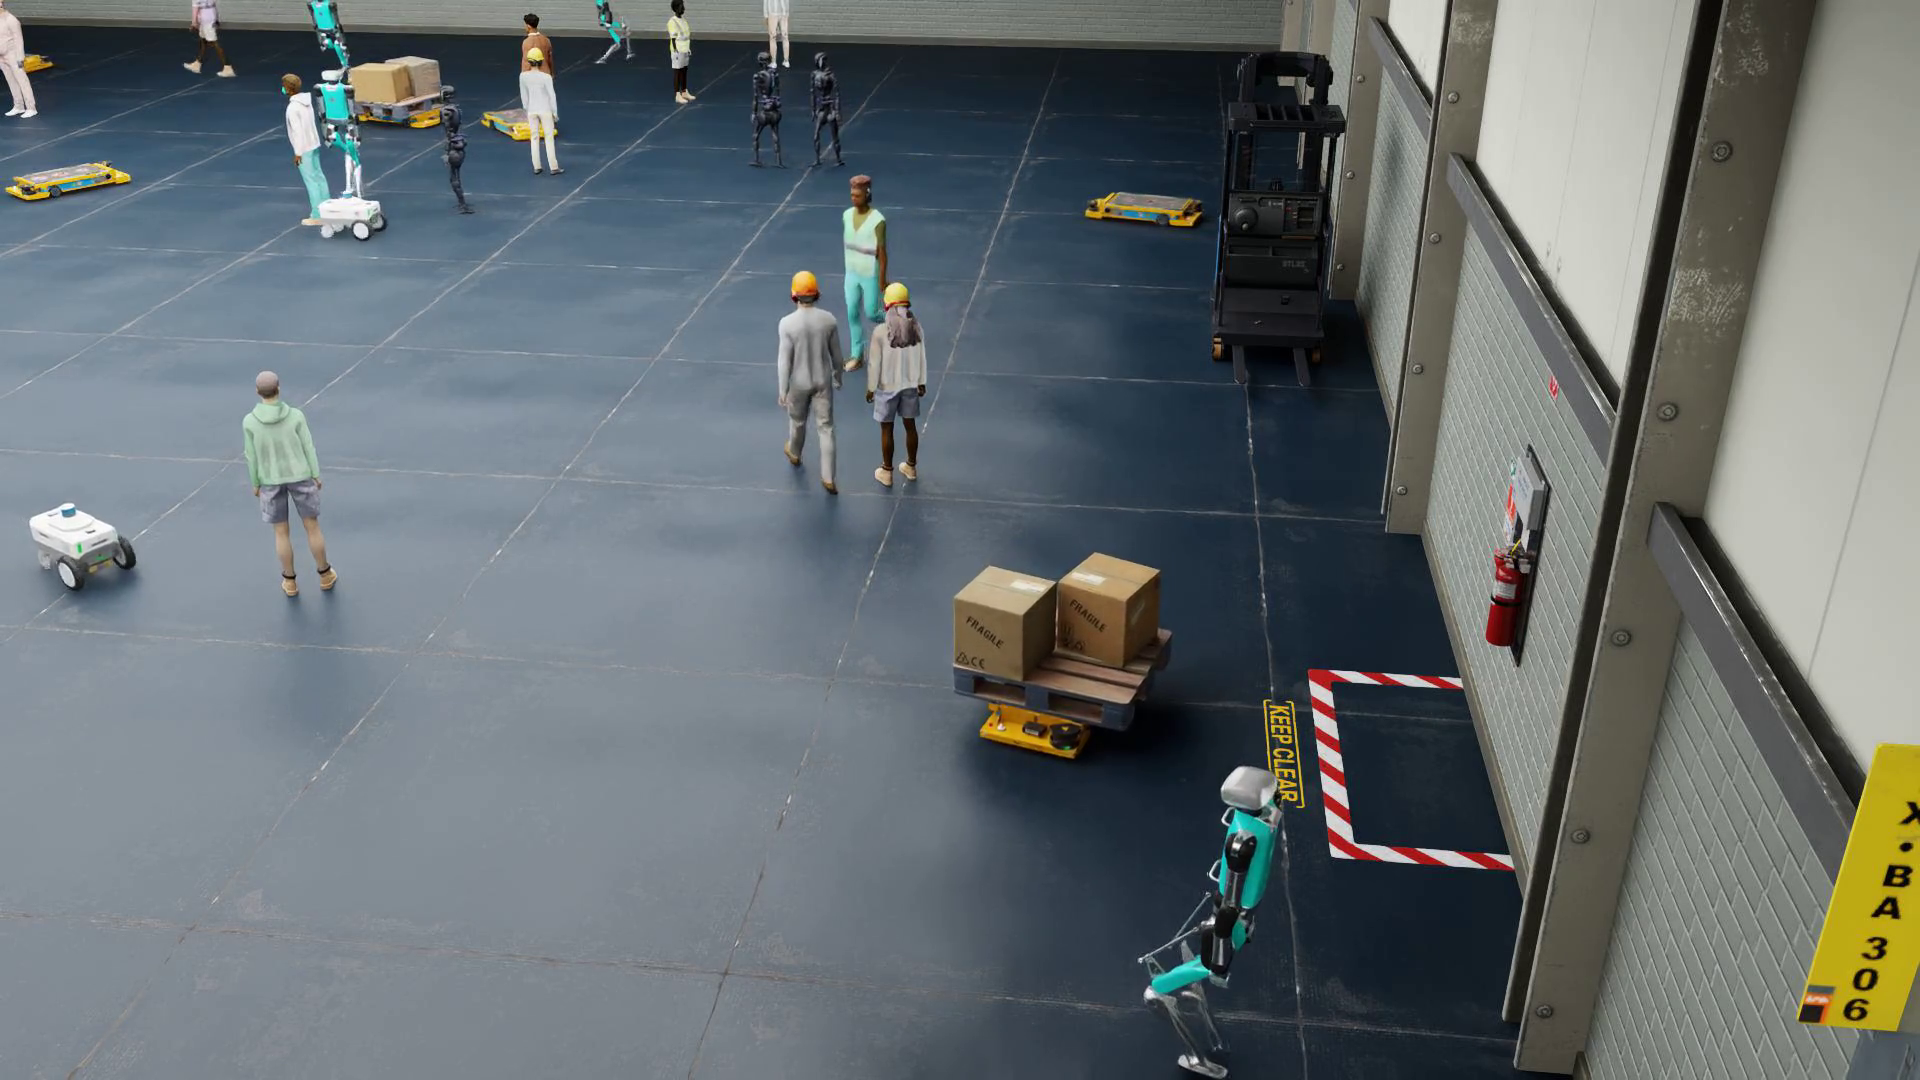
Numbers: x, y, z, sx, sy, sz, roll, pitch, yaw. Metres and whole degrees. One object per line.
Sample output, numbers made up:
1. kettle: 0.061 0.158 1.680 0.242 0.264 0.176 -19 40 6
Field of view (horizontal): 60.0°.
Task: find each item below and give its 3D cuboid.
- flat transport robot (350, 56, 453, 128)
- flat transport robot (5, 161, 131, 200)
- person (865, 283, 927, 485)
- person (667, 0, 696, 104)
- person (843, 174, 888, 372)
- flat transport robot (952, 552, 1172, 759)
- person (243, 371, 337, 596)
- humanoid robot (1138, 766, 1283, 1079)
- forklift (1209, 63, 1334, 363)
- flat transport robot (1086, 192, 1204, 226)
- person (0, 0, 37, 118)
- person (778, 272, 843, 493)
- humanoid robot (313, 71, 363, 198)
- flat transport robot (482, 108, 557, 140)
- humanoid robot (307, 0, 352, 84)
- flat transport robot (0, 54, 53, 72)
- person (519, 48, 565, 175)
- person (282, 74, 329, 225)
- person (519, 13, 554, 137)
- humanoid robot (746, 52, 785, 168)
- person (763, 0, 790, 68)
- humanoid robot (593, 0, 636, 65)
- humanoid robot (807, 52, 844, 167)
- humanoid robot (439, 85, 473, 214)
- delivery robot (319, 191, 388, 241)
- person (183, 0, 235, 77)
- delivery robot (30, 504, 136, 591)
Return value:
1. flat transport robot: -8.976 -6.855 26.823 1.431 0.231 0.659 12 29 23
2. flat transport robot: -12.389 -4.990 23.100 0.659 0.231 1.431 21 33 36
3. person: -0.521 -1.310 14.099 0.549 1.758 0.408 -12 29 -22
4. person: -4.693 -8.231 27.973 0.318 1.699 0.534 9 28 16
5. person: -0.923 -2.700 16.649 0.484 1.958 0.717 15 30 28
6. flat transport robot: 0.706 0.978 11.187 0.659 0.231 1.431 11 29 21
7. person: -4.987 -0.412 12.315 0.473 1.742 0.324 -9 28 -18
8. humanoid robot: 1.123 1.828 7.862 0.662 1.808 0.540 12 29 22
9. forklift: 3.241 -3.477 17.183 1.129 2.768 1.873 3 27 6
10. flat transport robot: 2.428 -4.336 21.795 1.431 0.231 0.659 10 28 18
11. person: -15.404 -7.827 26.937 0.640 1.908 0.411 13 30 25
12. person: -1.278 -1.382 14.148 0.617 1.845 0.978 -9 28 -18
13. humanoid robot: -8.255 -5.421 22.427 0.565 1.875 0.769 0 27 1
14. flat transport robot: -6.971 -6.570 26.254 0.659 0.231 1.431 -18 32 -32
15. humanoid robot: -10.782 -8.681 28.884 0.530 1.749 1.047 6 27 11
16. flat transport robot: -17.632 -8.843 30.792 1.431 0.231 0.659 9 28 17
17. person: -5.944 -6.071 23.587 0.528 1.768 0.310 6 27 13
18. person: -8.369 -4.987 21.259 0.364 1.916 0.491 3 27 5
19. person: -6.507 -7.181 25.702 0.392 1.855 0.793 11 29 20
20. humanoid robot: -2.803 -6.204 23.955 0.529 1.642 0.587 17 31 30
21. person: -3.371 -9.662 30.649 0.494 1.870 0.401 -8 28 -16
22. humanoid robot: -6.393 -9.746 31.007 1.021 1.778 0.533 -14 30 -26
23. humanoid robot: -1.927 -6.151 23.860 0.612 1.639 0.630 21 33 35
24. humanoid robot: -6.658 -5.095 21.735 0.412 1.657 0.592 -2 27 -5
25. delivery robot: -7.682 -4.101 21.003 0.791 0.592 0.499 4 27 8
26. person: -13.650 -9.321 29.826 1.011 1.992 0.622 -2 27 -3
27. delivery robot: -6.800 -0.001 12.793 0.747 0.570 0.499 17 31 30
